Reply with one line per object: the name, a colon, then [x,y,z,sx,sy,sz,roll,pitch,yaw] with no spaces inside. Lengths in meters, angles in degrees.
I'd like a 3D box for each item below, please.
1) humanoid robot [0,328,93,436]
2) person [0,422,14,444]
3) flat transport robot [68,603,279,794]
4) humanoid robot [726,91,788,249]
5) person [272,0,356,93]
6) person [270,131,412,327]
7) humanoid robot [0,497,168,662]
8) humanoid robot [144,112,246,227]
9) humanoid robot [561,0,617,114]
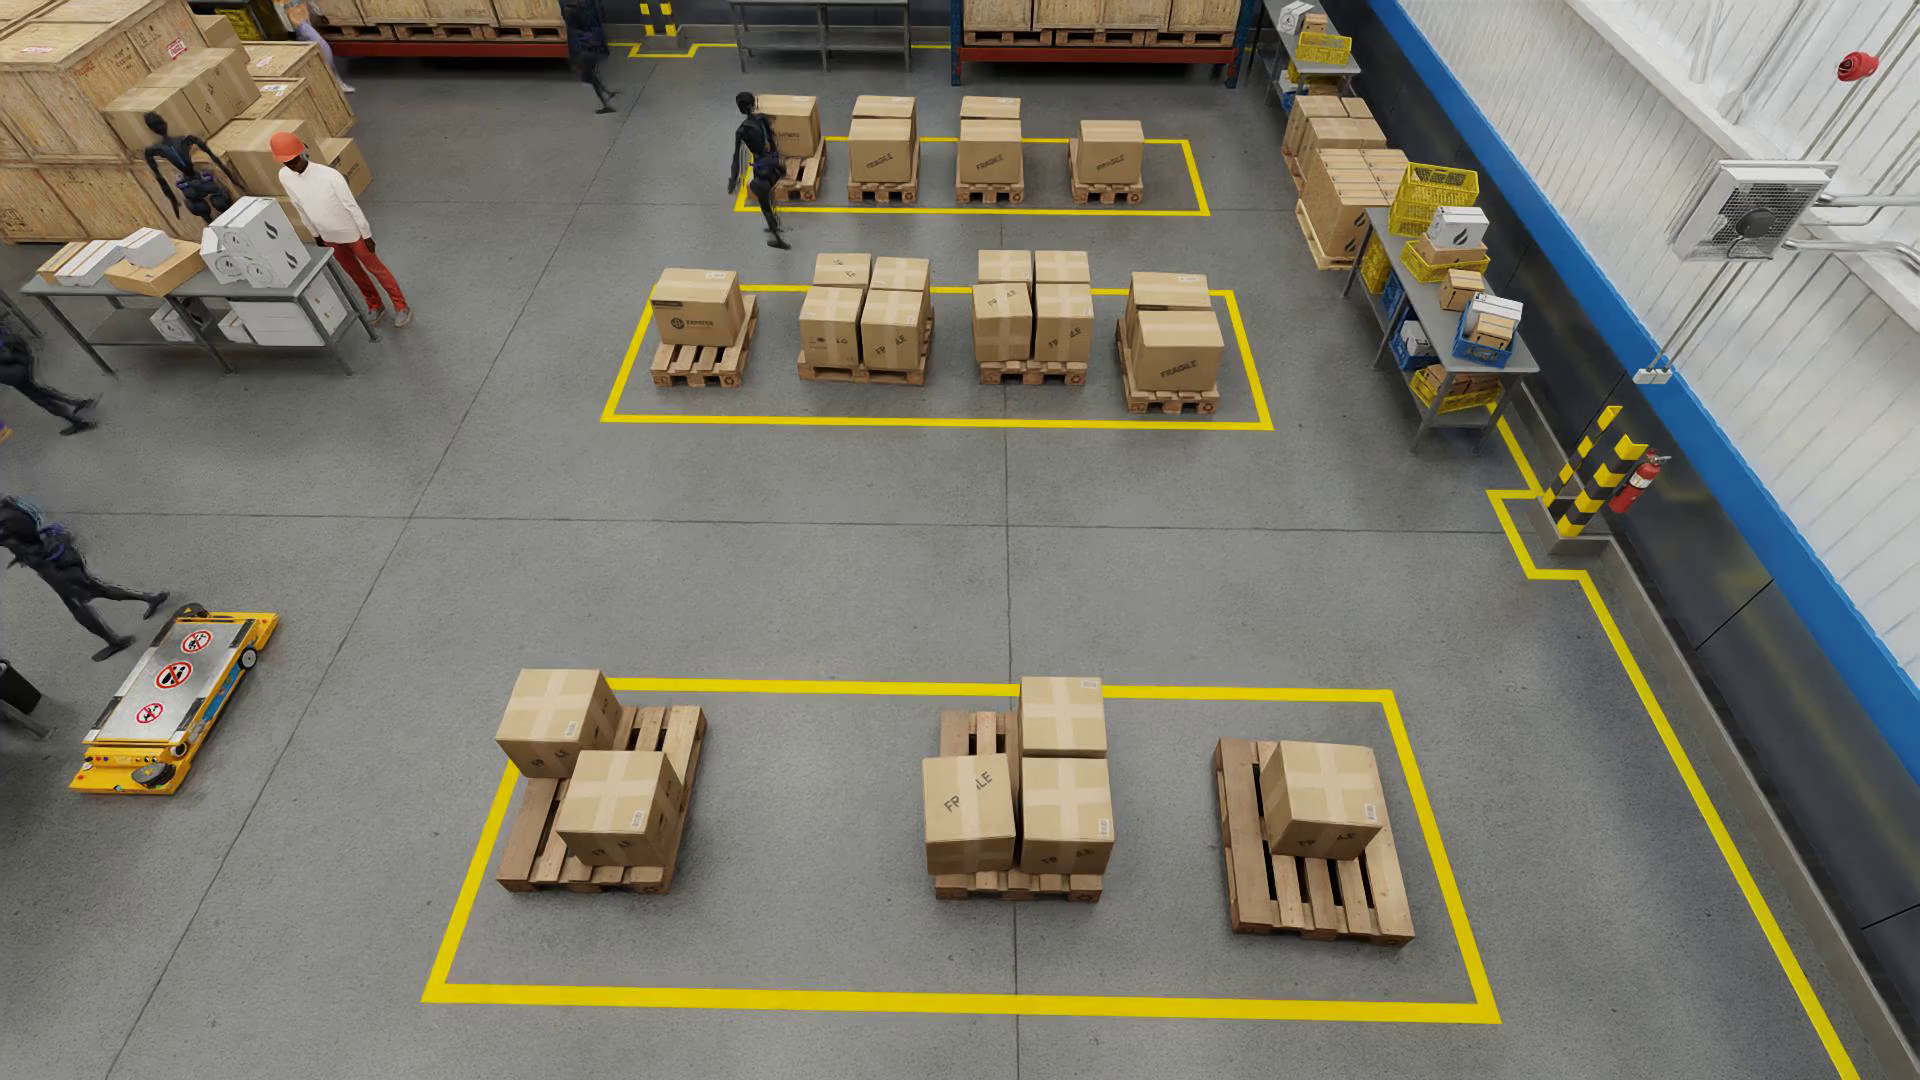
humanoid robot: [-8.158,-1.526,7.743,0.476,1.638,0.597,-21,53,-17]
person: [-8.861,-1.565,7.532,0.685,2.000,0.539,18,52,15]
flat transport robot: [-5.504,1.072,6.442,0.652,0.197,1.431,1,50,1]
humanoid robot: [-2.159,-3.914,9.761,0.566,1.642,0.607,17,52,14]
person: [-8.677,-6.948,12.175,0.686,1.897,0.578,-6,50,-5]
person: [-5.892,-2.907,8.706,0.614,1.986,0.405,3,50,3]
humanoid robot: [-6.246,0.144,6.330,0.561,1.641,0.590,-32,57,-24]
humanoid robot: [-7.925,-3.679,9.584,0.683,1.612,0.648,-31,56,-24]
humanoid robot: [-4.915,-6.357,11.830,0.479,1.645,0.554,-8,50,-7]
